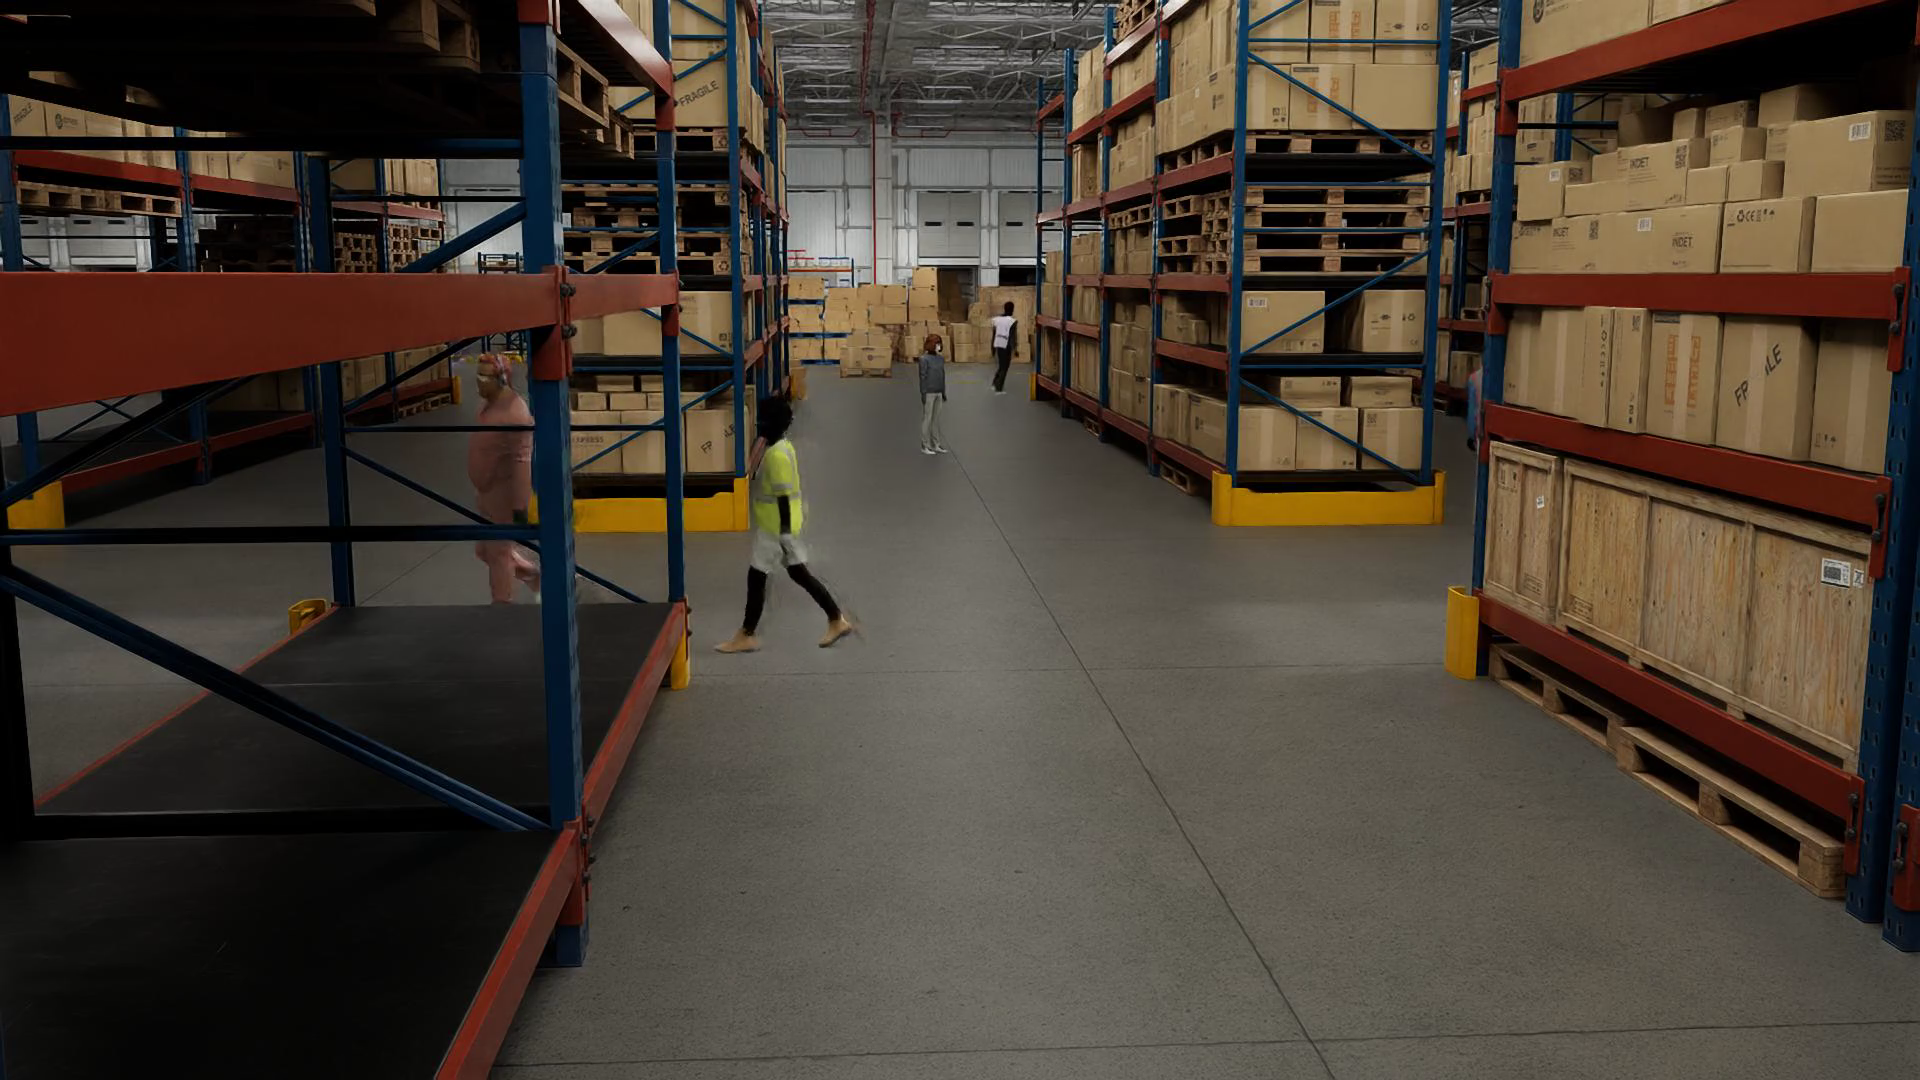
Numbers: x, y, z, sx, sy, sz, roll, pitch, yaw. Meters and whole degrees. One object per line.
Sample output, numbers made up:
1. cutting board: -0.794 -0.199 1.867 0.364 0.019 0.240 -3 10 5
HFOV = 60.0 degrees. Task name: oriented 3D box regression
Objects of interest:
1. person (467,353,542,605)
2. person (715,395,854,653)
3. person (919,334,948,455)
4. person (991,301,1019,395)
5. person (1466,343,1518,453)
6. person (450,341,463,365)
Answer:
1. person: -3.031 -0.305 11.127 0.619 1.892 0.659 -6 11 -34
2. person: -1.103 -0.098 10.587 0.868 1.665 0.531 0 9 -1
3. person: -0.360 -1.960 22.372 0.281 1.625 0.494 6 11 35
4. person: 0.913 -3.852 33.444 0.470 1.886 0.590 -8 12 -41
5. person: 5.085 -0.981 15.642 0.649 1.819 0.614 3 9 17
6. person: -13.577 -5.609 44.423 0.454 1.903 0.601 -1 9 -5
